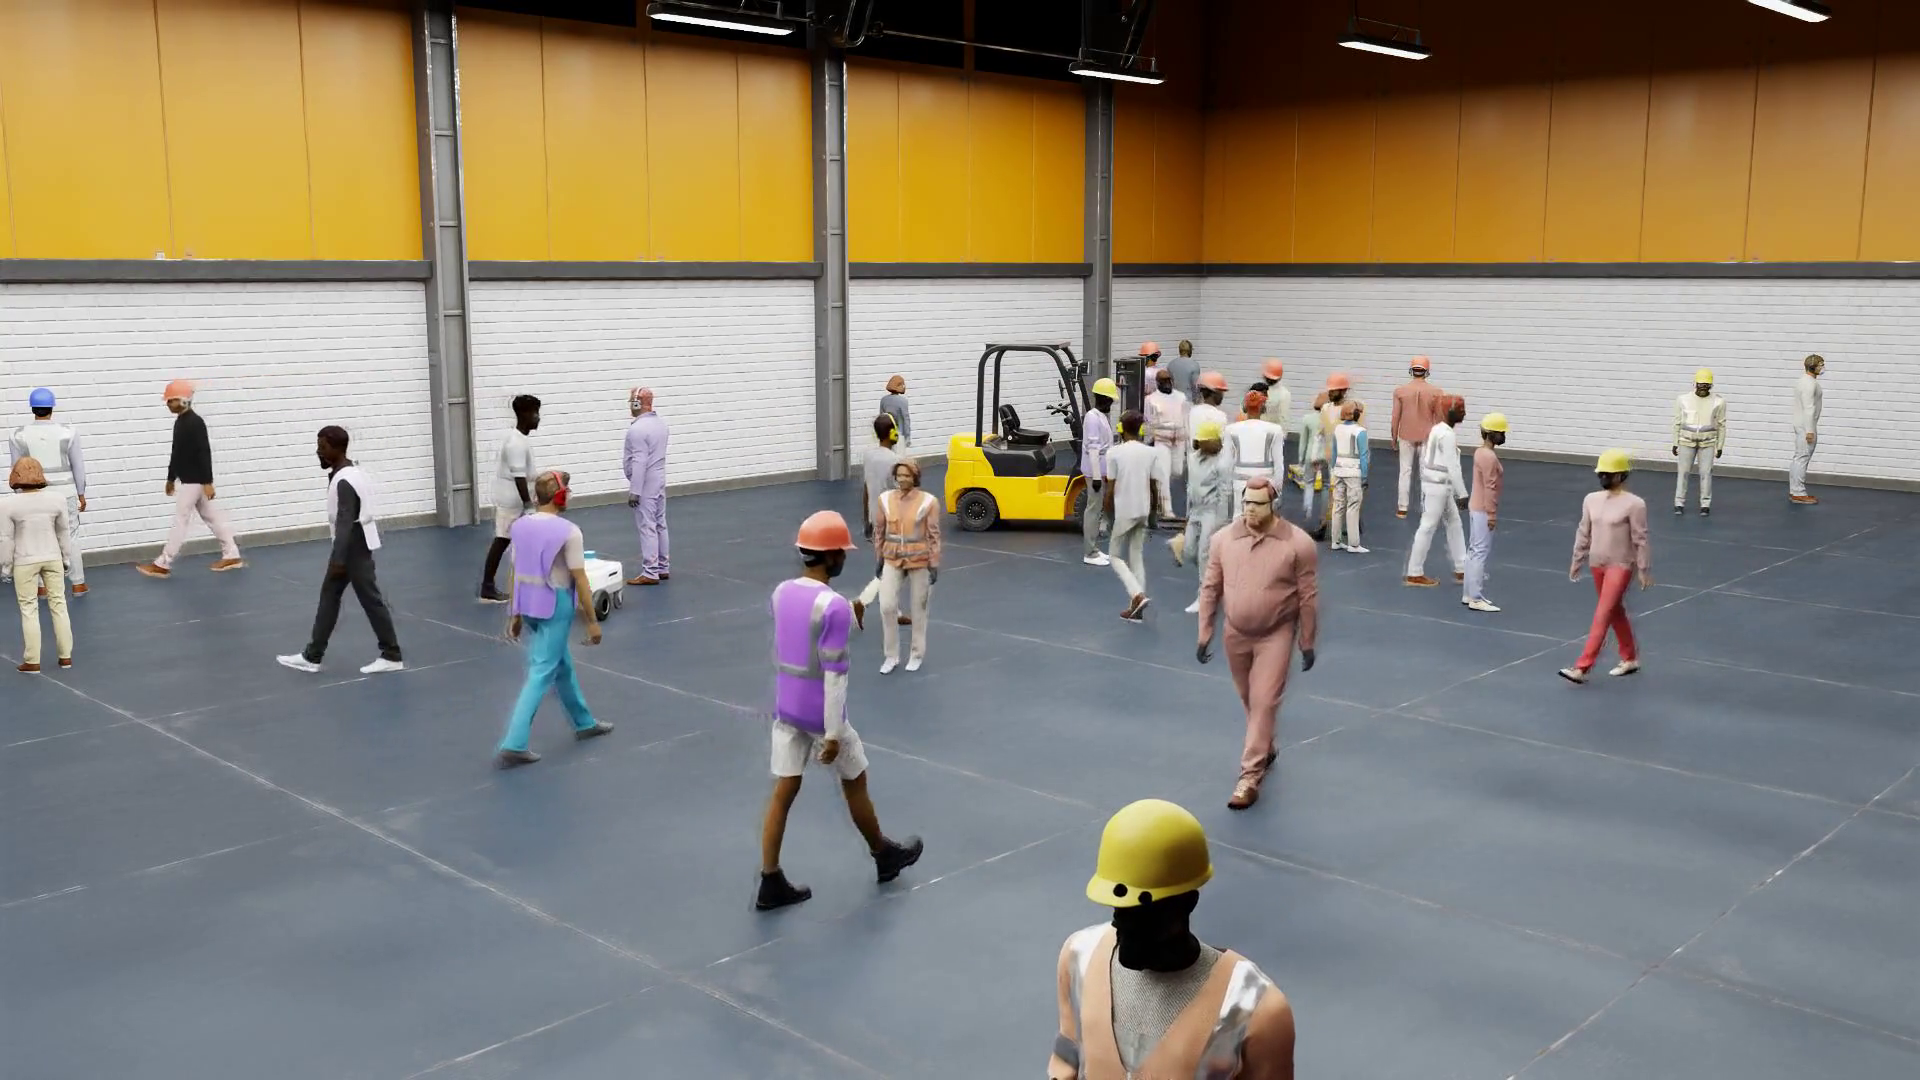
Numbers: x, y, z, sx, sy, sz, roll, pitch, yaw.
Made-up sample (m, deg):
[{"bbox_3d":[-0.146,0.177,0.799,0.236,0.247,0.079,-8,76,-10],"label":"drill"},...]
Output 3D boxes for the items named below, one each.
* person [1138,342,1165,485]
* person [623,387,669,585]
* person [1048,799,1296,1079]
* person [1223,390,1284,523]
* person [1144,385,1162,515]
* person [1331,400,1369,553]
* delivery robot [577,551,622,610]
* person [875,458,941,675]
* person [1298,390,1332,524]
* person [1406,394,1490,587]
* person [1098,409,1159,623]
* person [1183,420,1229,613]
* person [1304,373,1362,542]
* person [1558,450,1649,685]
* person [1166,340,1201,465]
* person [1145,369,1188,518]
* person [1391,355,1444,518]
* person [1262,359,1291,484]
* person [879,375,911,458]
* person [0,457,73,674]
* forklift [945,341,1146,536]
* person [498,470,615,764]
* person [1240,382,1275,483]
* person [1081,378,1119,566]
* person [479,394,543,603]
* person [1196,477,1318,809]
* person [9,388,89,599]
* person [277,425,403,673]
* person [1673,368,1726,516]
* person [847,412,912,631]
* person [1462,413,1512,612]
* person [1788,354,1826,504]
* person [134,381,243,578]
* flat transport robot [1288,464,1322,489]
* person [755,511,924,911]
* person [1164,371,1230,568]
[{"bbox_3d":[2.593,-1.696,22.819,0.391,2.040,0.615,8,12,39],"label":"person"},{"bbox_3d":[-3.040,-0.519,16.020,0.400,1.907,0.644,2,10,14],"label":"person"},{"bbox_3d":[0.429,1.491,3.632,0.591,1.925,0.385,7,12,38],"label":"person"},{"bbox_3d":[2.801,-0.490,15.903,0.574,1.886,0.356,2,10,15],"label":"person"},{"bbox_3d":[2.164,-1.115,20.564,0.707,1.609,0.529,3,10,20],"label":"person"},{"bbox_3d":[4.170,-0.675,17.800,0.307,1.638,0.512,-5,11,-30],"label":"person"},{"bbox_3d":[-3.248,0.341,14.589,0.477,0.478,0.707,2,10,13],"label":"delivery robot"},{"bbox_3d":[-0.415,0.206,12.410,0.540,1.619,0.560,3,10,16],"label":"person"},{"bbox_3d":[4.234,-0.954,19.567,0.517,1.613,0.596,3,10,18],"label":"person"},{"bbox_3d":[4.684,-0.454,15.780,0.886,1.845,0.569,2,9,12],"label":"person"},{"bbox_3d":[1.472,-0.190,14.192,0.582,1.843,0.471,-5,10,-27],"label":"person"},{"bbox_3d":[2.216,-0.219,14.717,0.476,1.719,0.496,-5,11,-29],"label":"person"},{"bbox_3d":[4.226,-0.936,18.665,1.019,1.880,0.571,-6,11,-32],"label":"person"},{"bbox_3d":[4.731,0.195,12.193,0.924,1.714,0.545,-5,10,-27],"label":"person"},{"bbox_3d":[3.481,-2.126,25.775,0.631,1.940,0.372,9,13,44],"label":"person"},{"bbox_3d":[2.542,-1.207,20.549,0.638,1.811,0.756,-4,10,-21],"label":"person"},{"bbox_3d":[5.558,-1.251,20.234,0.623,1.992,0.396,3,10,16],"label":"person"},{"bbox_3d":[3.798,-1.266,20.505,0.439,1.938,0.815,-4,10,-23],"label":"person"},{"bbox_3d":[-0.852,-1.369,22.063,0.507,1.632,0.267,8,12,40],"label":"person"},{"bbox_3d":[-6.955,0.187,12.524,0.279,1.633,0.500,8,12,41],"label":"person"},{"bbox_3d":[0.977,-1.223,19.452,2.313,2.155,1.214,2,9,11],"label":"forklift"},{"bbox_3d":[-2.548,0.462,10.361,0.598,1.796,0.986,7,12,37],"label":"person"},{"bbox_3d":[3.608,-1.049,19.940,0.556,1.669,0.648,-8,12,-40],"label":"person"},{"bbox_3d":[1.438,-0.705,17.124,0.381,1.917,0.584,2,9,10],"label":"person"},{"bbox_3d":[-3.910,-0.366,15.072,1.026,1.902,0.627,-1,9,-7],"label":"person"},{"bbox_3d":[1.723,0.545,9.673,0.669,1.859,1.010,6,11,31],"label":"person"},{"bbox_3d":[-8.371,-0.424,15.311,0.601,1.948,0.387,-4,10,-24],"label":"person"},{"bbox_3d":[-4.645,0.092,12.367,0.952,1.872,0.616,-4,10,-24],"label":"person"},{"bbox_3d":[9.085,-1.200,20.462,0.597,1.825,0.403,5,10,26],"label":"person"},{"bbox_3d":[-0.667,-0.141,13.900,0.735,1.849,0.517,-9,13,-42],"label":"person"},{"bbox_3d":[4.702,-0.252,14.819,0.329,1.765,0.533,1,9,6],"label":"person"},{"bbox_3d":[10.998,-1.443,21.585,0.362,1.939,0.636,3,10,20],"label":"person"},{"bbox_3d":[-7.667,-0.607,16.468,1.039,1.934,0.650,-7,12,-37],"label":"person"},{"bbox_3d":[5.020,-0.890,23.293,0.652,0.197,1.431,1,9,3],"label":"flat transport robot"},{"bbox_3d":[-0.614,0.795,8.012,0.549,1.891,0.962,9,13,43],"label":"person"},{"bbox_3d":[2.394,-0.675,16.636,0.738,2.022,0.618,-4,10,-25],"label":"person"}]
